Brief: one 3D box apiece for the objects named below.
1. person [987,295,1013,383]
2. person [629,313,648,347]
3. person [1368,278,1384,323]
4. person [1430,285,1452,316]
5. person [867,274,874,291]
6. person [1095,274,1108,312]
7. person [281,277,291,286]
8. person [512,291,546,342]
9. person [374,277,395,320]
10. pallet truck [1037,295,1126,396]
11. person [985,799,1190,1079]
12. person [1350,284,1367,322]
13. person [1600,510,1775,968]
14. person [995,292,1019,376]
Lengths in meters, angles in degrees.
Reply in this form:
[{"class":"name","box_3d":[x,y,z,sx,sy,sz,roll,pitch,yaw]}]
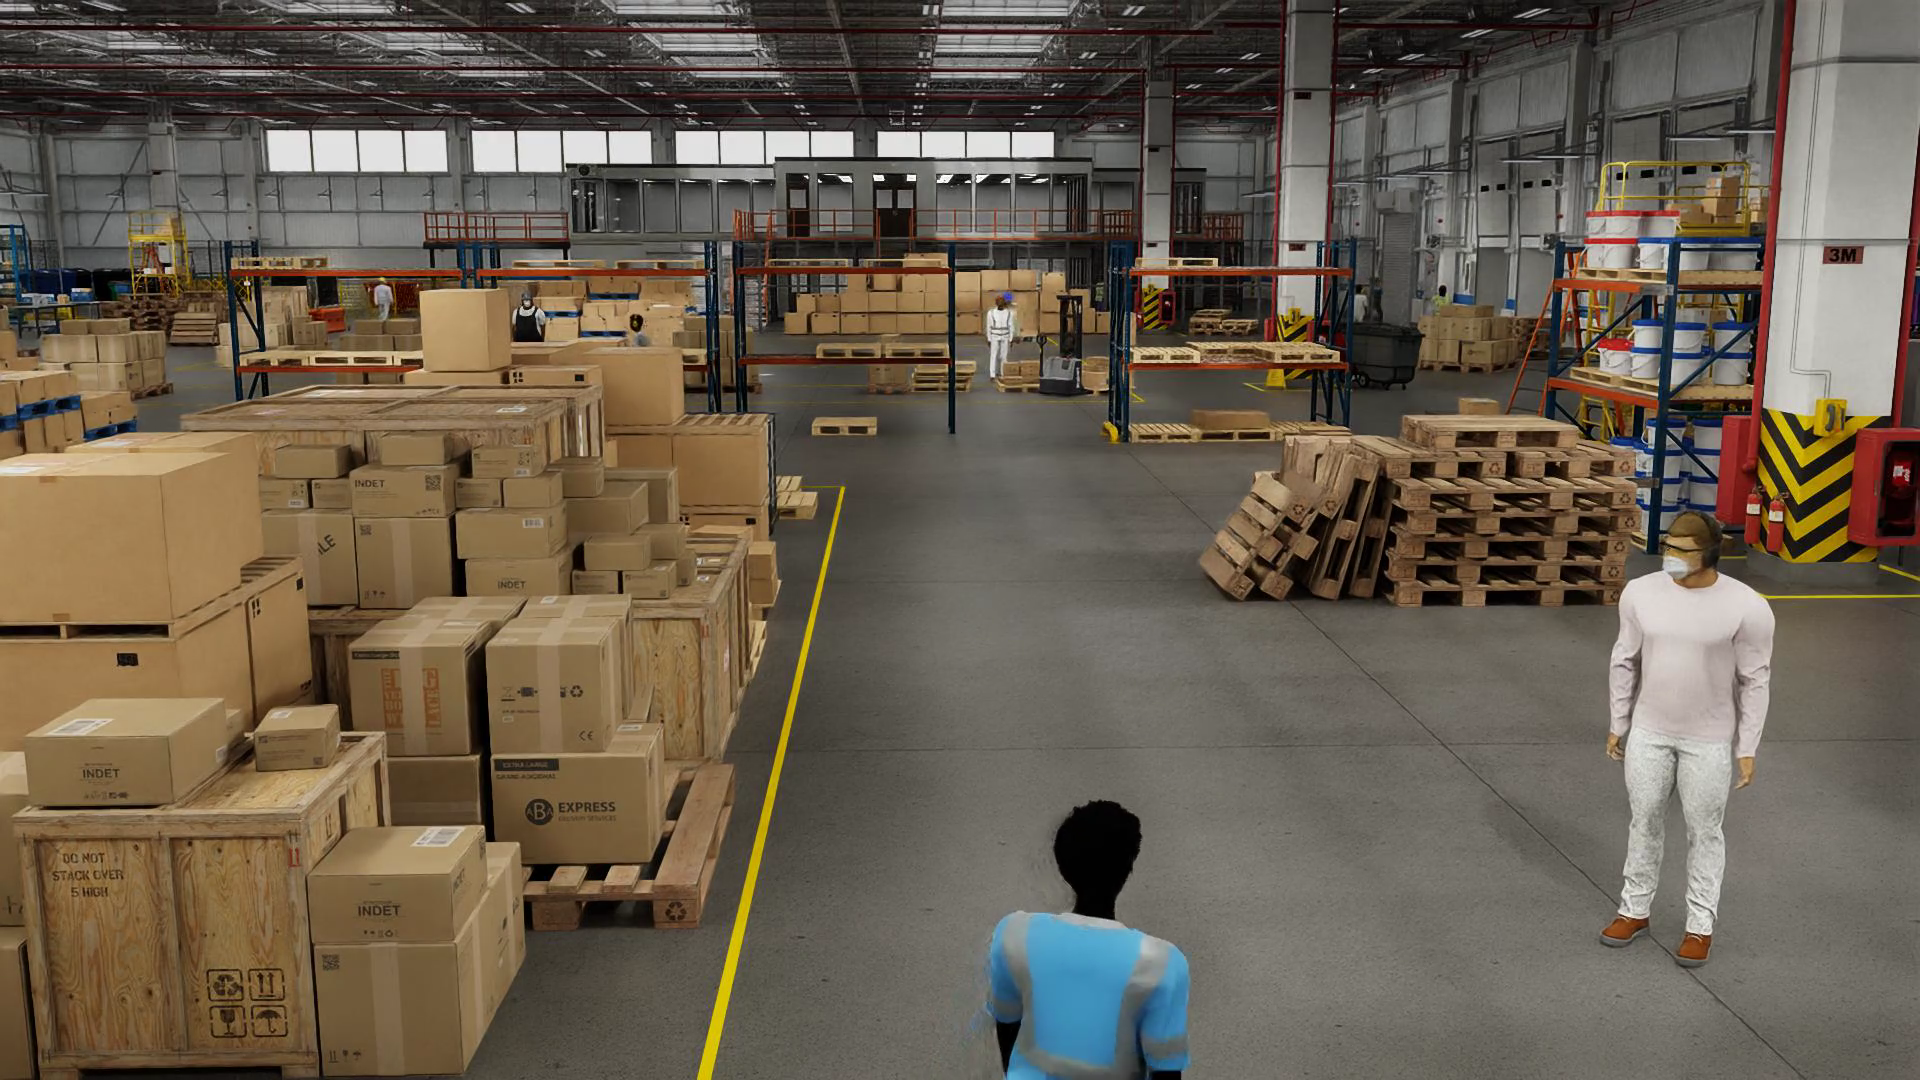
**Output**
[{"class":"person","box_3d":[0.866,-4.335,35.909,0.575,1.883,0.362,-2,10,-9]},{"class":"person","box_3d":[-5.280,-2.852,27.742,0.659,1.857,0.509,0,10,2]},{"class":"person","box_3d":[14.233,-8.025,56.665,0.522,1.802,0.939,-6,12,-31]},{"class":"person","box_3d":[13.211,-6.069,45.684,0.621,1.845,0.429,-2,10,-8]},{"class":"person","box_3d":[-3.334,-8.491,58.950,0.542,1.928,0.399,-3,11,-18]},{"class":"person","box_3d":[4.924,-8.295,57.917,0.395,1.910,0.586,-6,12,-32]},{"class":"person","box_3d":[-24.681,-8.767,61.017,0.480,1.736,0.323,-2,10,-10]},{"class":"person","box_3d":[-8.839,-4.075,34.021,0.689,2.000,0.539,0,10,3]},{"class":"person","box_3d":[-20.129,-8.311,58.296,0.600,1.797,0.852,1,10,4]},{"class":"pallet truck","box_3d":[2.483,-3.881,33.060,1.885,1.965,0.823,-7,13,-36]},{"class":"person","box_3d":[0.336,1.457,4.266,0.546,1.654,0.846,3,11,17]},{"class":"person","box_3d":[11.227,-6.311,47.029,0.526,1.854,0.634,3,11,16]},{"class":"person","box_3d":[3.047,0.824,7.017,0.635,1.935,0.349,9,14,41]},{"class":"person","box_3d":[0.988,-4.576,37.173,0.630,1.921,0.914,-7,13,-36]}]
